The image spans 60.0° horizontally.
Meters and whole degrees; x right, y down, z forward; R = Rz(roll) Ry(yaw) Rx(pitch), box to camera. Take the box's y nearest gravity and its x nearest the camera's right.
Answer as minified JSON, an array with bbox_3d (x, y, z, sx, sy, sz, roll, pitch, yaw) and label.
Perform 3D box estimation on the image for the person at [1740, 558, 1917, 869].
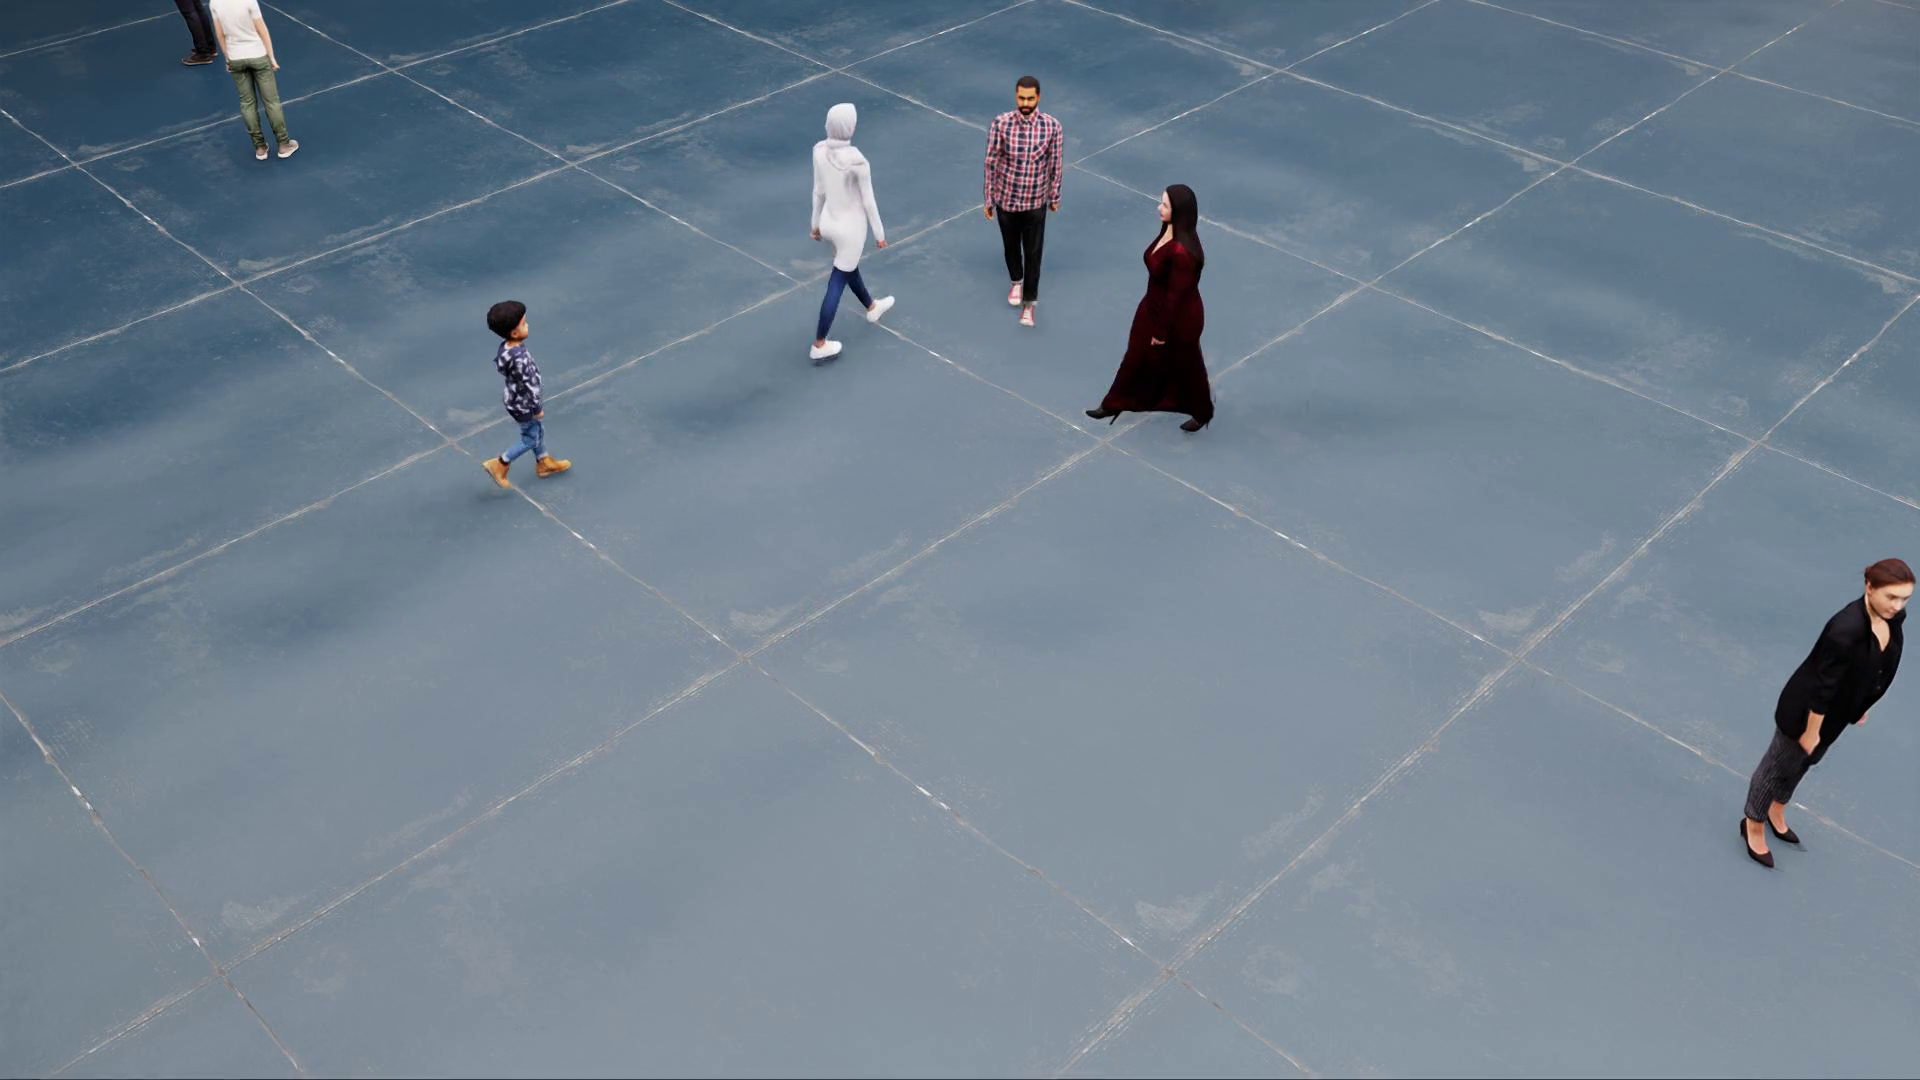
[{"bbox_3d":[3.910,0.759,7.548,0.578,1.717,0.740,-22,43,-26],"label":"person"}]

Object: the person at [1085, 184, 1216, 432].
[{"bbox_3d":[1.420,-1.385,10.374,1.175,1.712,1.050,-5,38,-7],"label":"person"}]

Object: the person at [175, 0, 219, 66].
[{"bbox_3d":[-7.304,-5.350,15.539,0.700,1.772,0.757,-24,44,-28],"label":"person"}]

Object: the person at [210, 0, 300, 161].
[{"bbox_3d":[-5.920,-3.993,13.851,0.638,1.655,0.717,-5,37,-6],"label":"person"}]

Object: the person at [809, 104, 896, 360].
[{"bbox_3d":[-0.842,-2.025,11.203,0.713,1.726,1.155,27,45,31],"label":"person"}]

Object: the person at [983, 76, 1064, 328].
[{"bbox_3d":[0.438,-2.445,11.751,1.052,1.732,1.151,4,37,5],"label":"person"}]

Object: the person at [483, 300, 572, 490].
[{"bbox_3d":[-2.690,-0.855,10.068,0.820,1.238,0.657,-14,40,-18],"label":"person"}]
